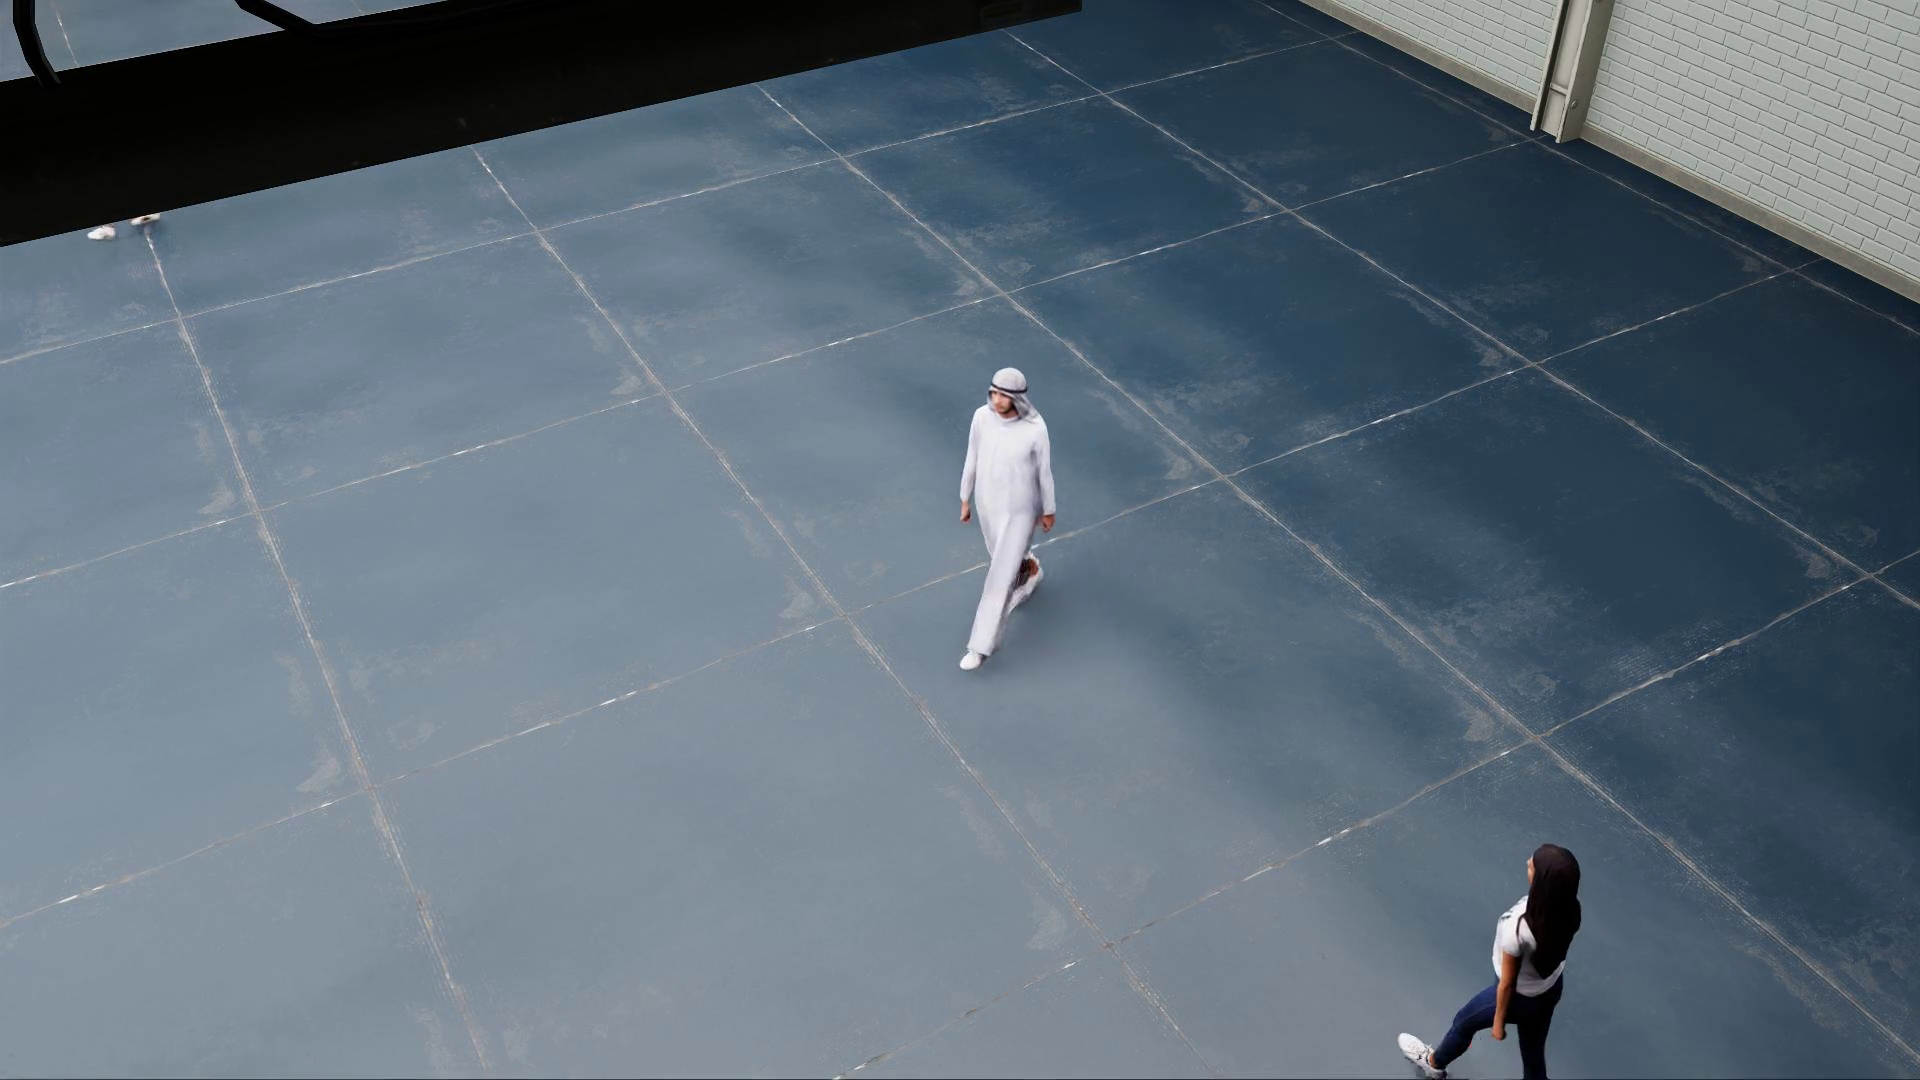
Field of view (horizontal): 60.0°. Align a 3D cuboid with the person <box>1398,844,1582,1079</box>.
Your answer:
[{"bbox_3d":[2.505,2.025,7.178,0.606,1.747,0.936,-21,43,-24],"label":"person"}]

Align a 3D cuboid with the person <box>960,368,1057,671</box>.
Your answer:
[{"bbox_3d":[0.332,-0.239,9.969,1.318,1.873,1.160,22,43,25],"label":"person"}]
